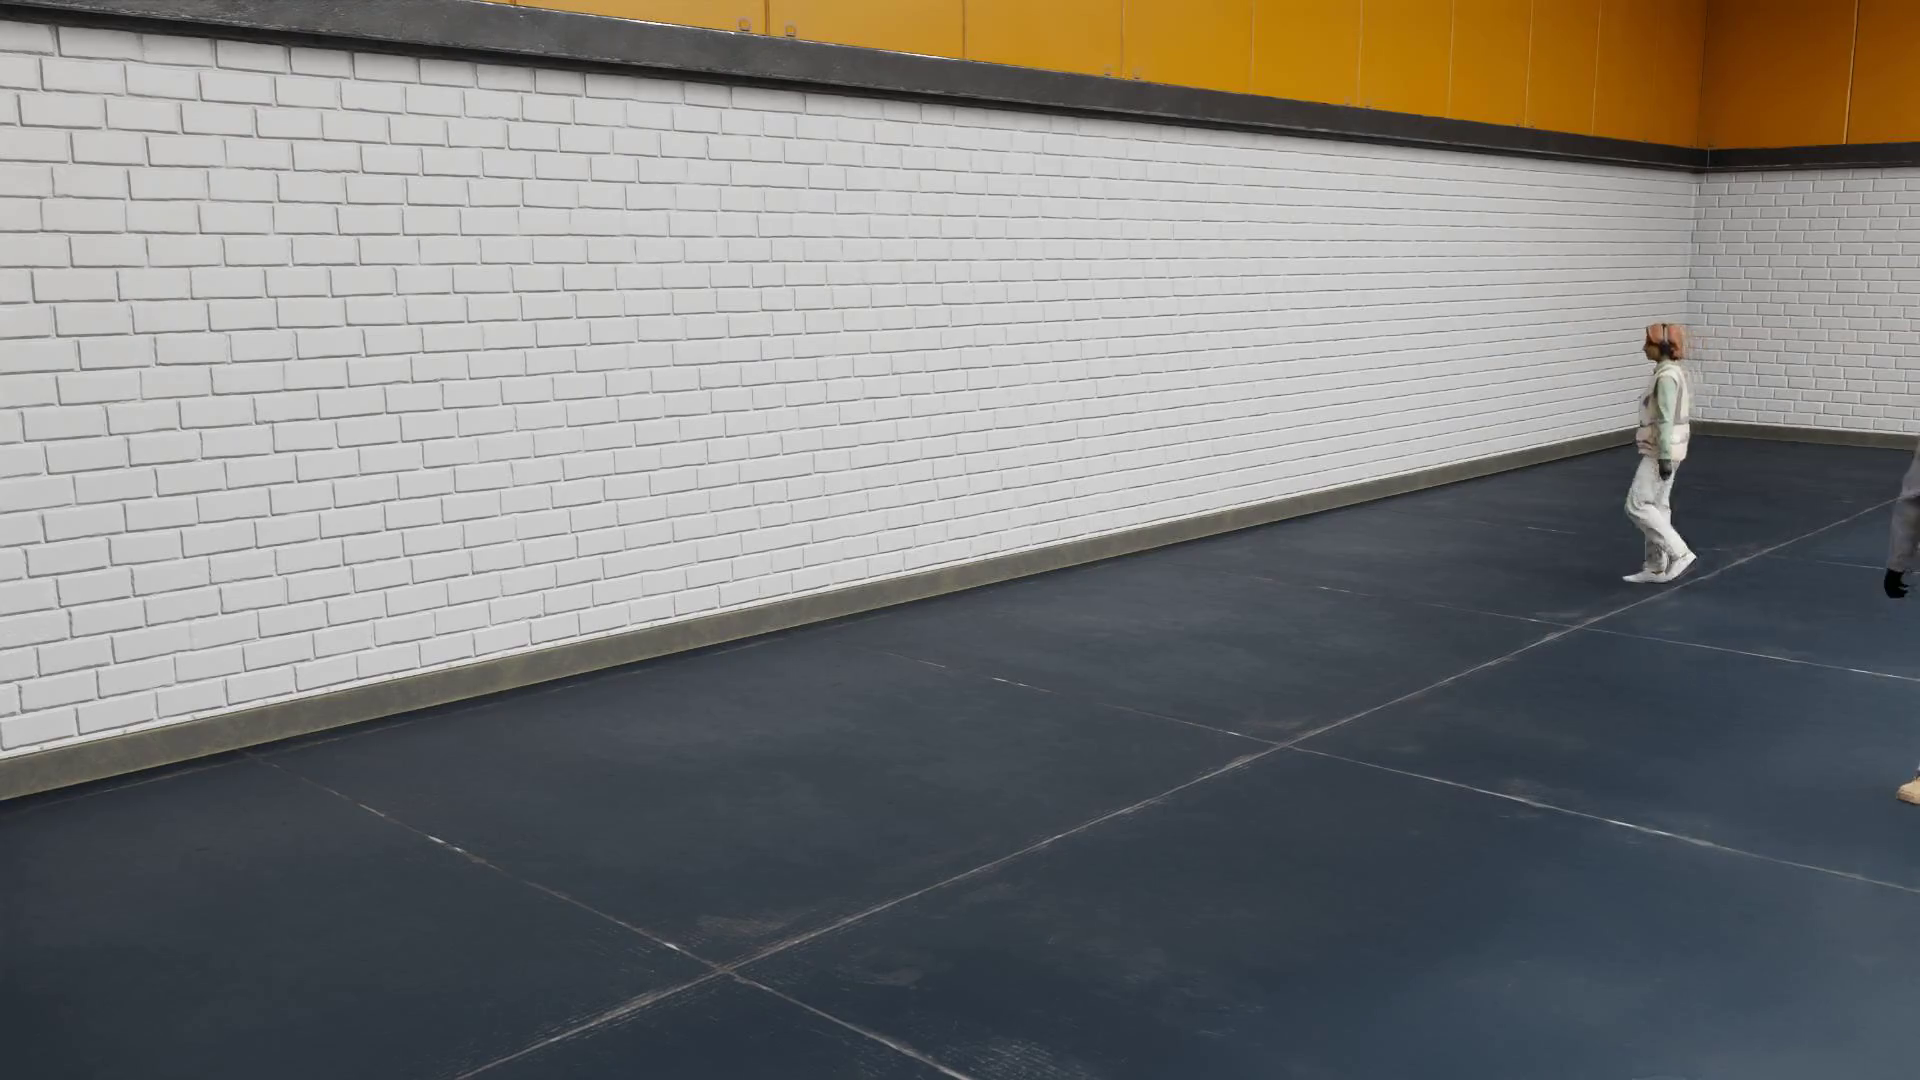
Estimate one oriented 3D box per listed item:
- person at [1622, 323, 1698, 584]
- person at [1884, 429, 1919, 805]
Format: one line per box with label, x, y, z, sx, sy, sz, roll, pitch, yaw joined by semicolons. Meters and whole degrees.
person;4.284;-0.513;10.193;0.379;1.628;0.517;5;11;26
person;3.709;0.117;6.041;0.436;1.821;0.710;-6;11;-29
